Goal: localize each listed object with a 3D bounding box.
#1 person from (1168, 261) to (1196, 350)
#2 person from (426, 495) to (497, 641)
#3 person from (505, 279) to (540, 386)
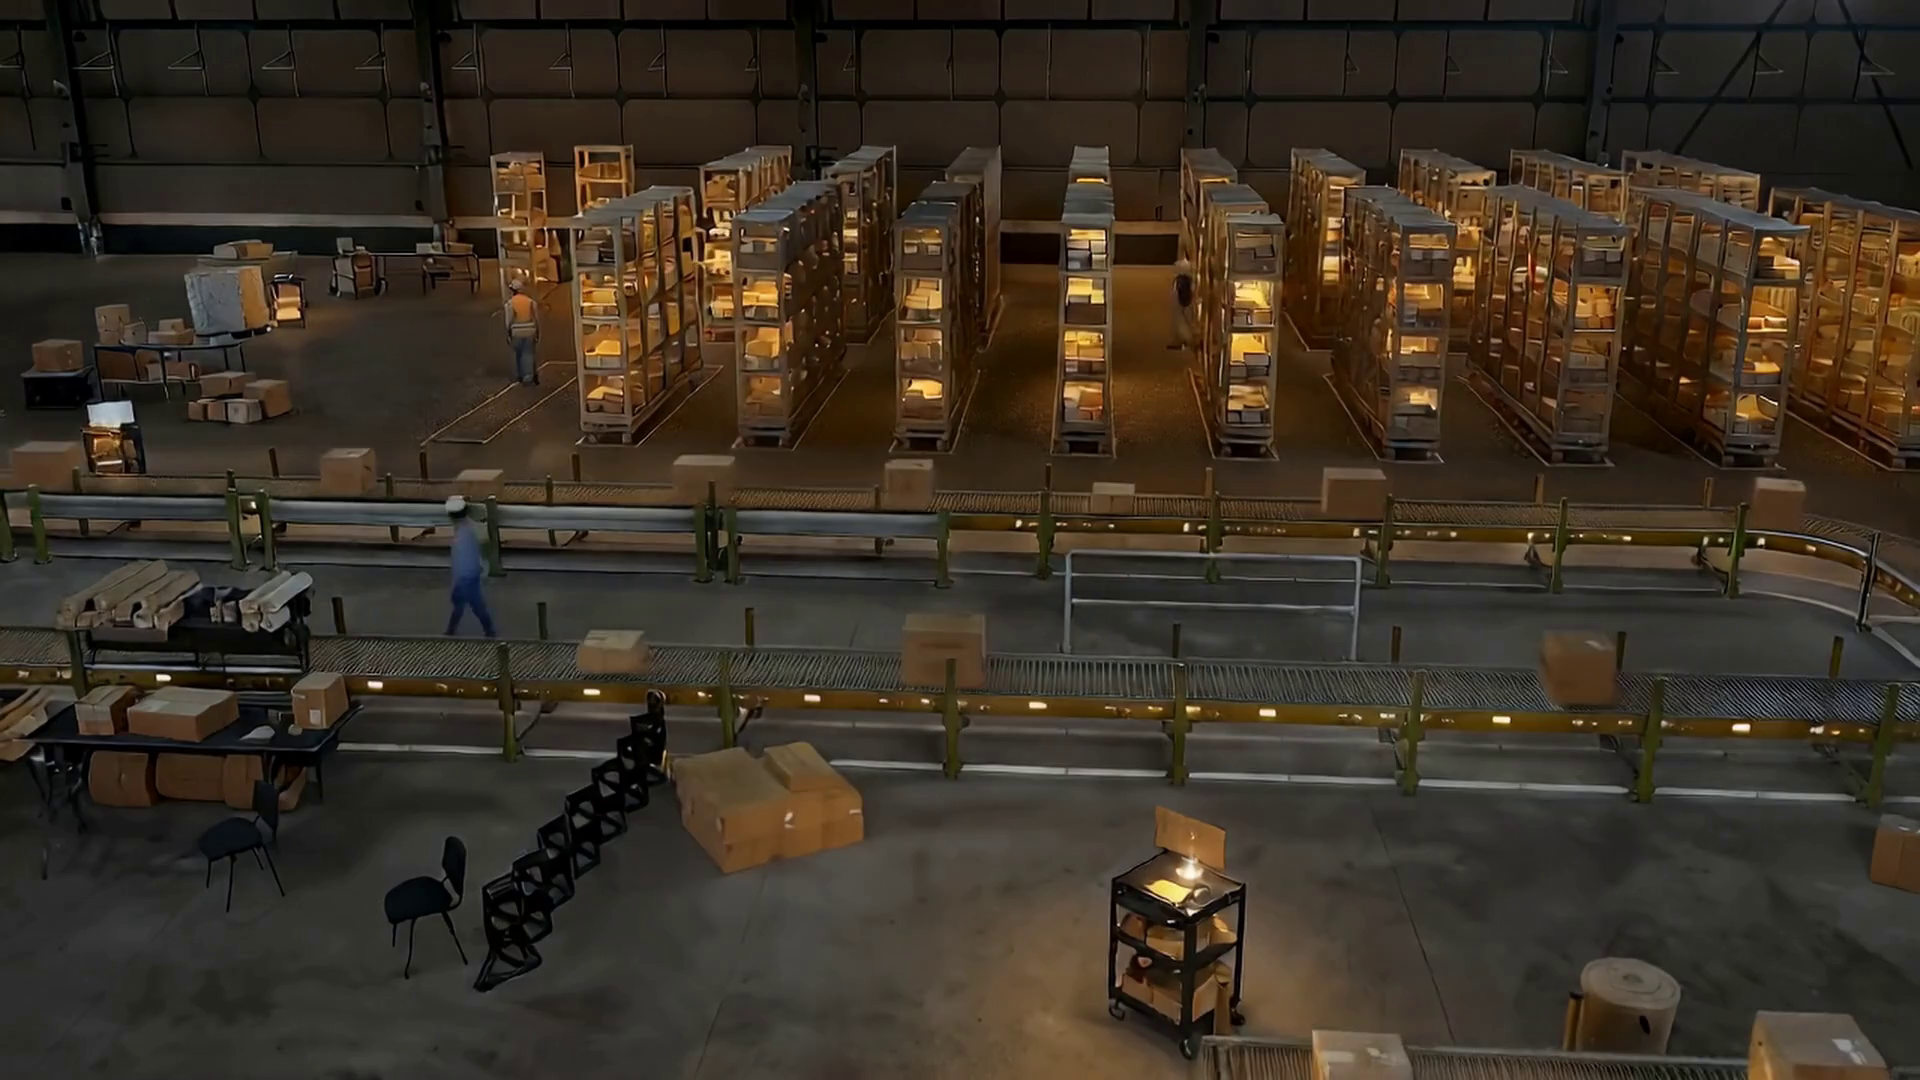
[{"bbox_3d":[4.536,-4.705,33.538,0.618,1.814,0.609,11,21,32],"label":"person"},{"bbox_3d":[-5.333,0.365,17.554,0.852,1.725,0.551,-1,18,-3],"label":"person"},{"bbox_3d":[-7.994,-3.794,30.421,0.604,1.942,0.402,-8,19,-23],"label":"person"}]
